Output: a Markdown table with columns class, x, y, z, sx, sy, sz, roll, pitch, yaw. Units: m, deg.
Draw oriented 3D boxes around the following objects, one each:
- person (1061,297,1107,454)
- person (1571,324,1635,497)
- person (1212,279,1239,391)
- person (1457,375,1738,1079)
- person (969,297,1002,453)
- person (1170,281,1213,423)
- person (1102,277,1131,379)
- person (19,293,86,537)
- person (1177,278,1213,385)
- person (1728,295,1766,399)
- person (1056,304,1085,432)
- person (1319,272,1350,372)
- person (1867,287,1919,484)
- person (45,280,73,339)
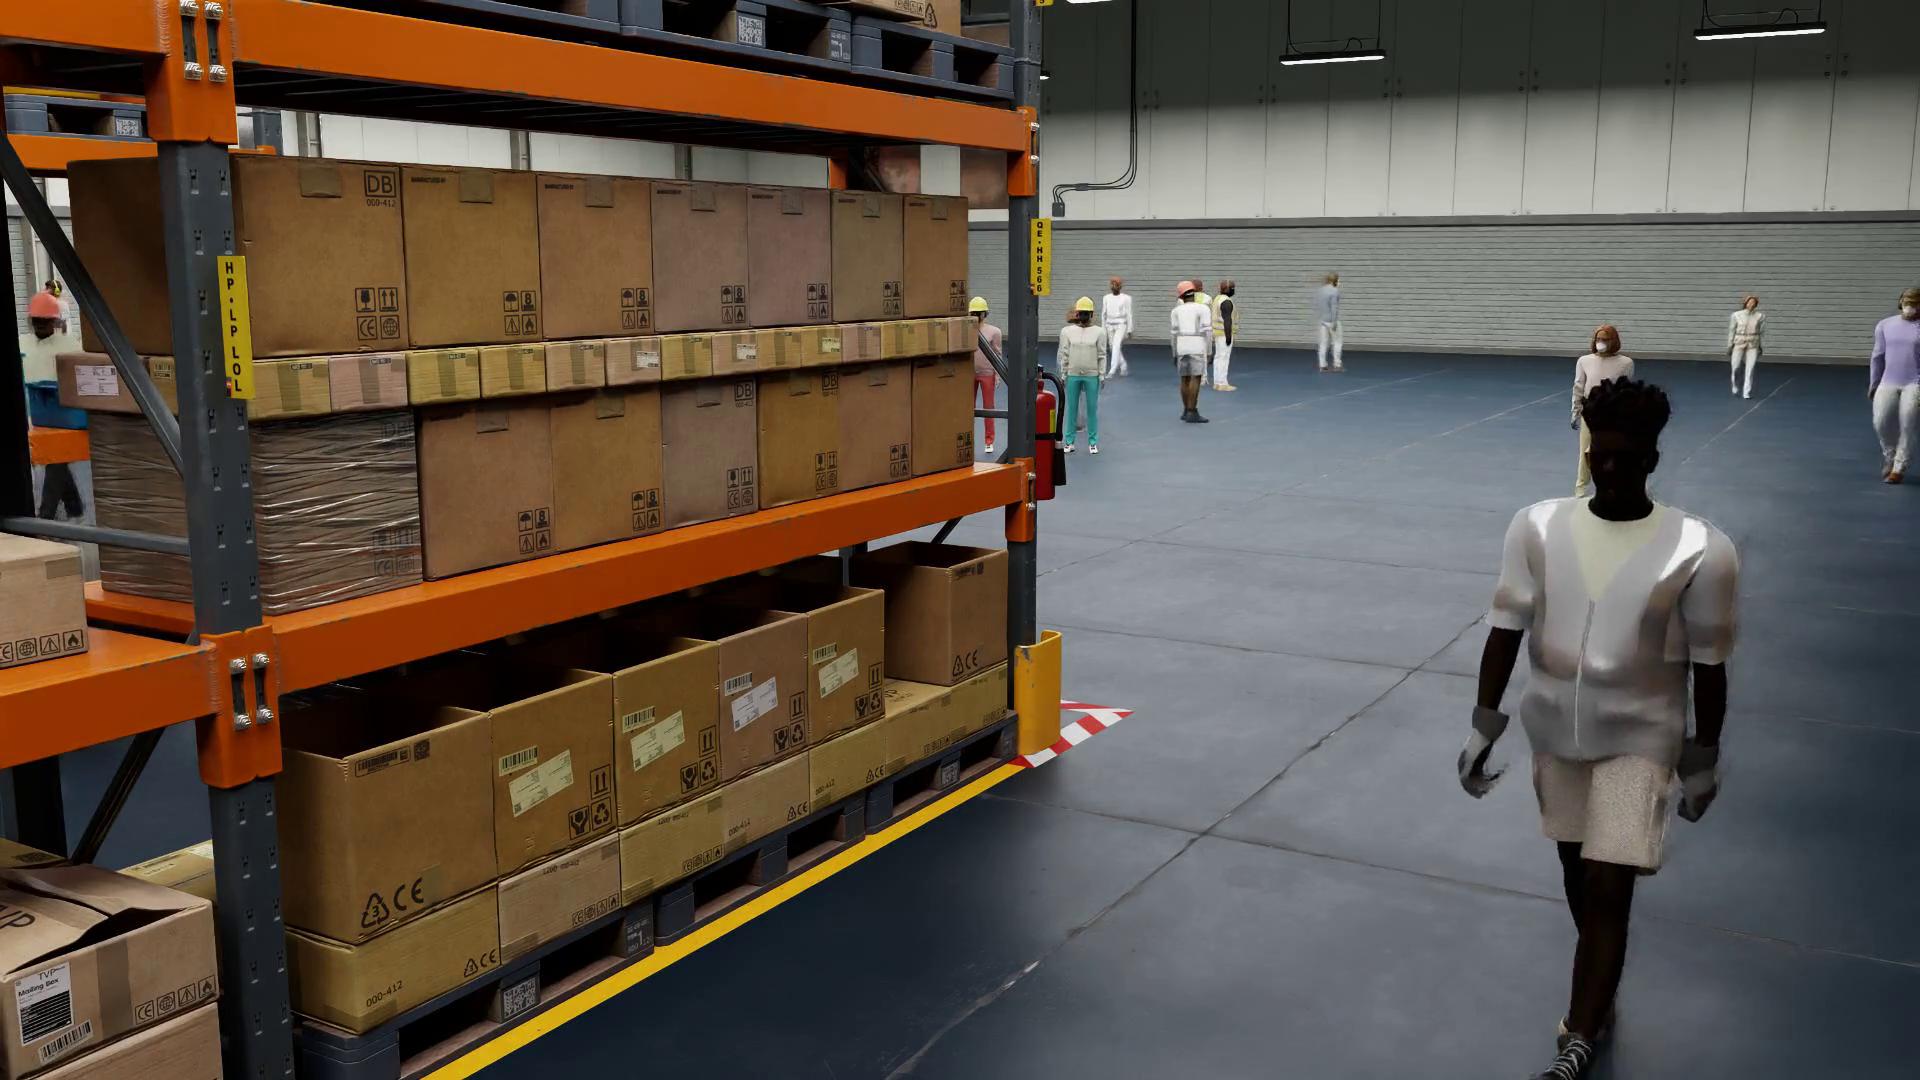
| class | x | y | z | sx | sy | sz | roll | pitch | yaw |
| --- | --- | --- | --- | --- | --- | --- | --- | --- | --- |
| person | 1.392 | -1.854 | 18.790 | 0.522 | 1.772 | 0.305 | 2 | 10 | 12 |
| person | 5.643 | -1.078 | 14.641 | 0.507 | 1.631 | 0.273 | 6 | 11 | 32 |
| person | 4.406 | -3.396 | 27.610 | 0.429 | 1.839 | 0.633 | -1 | 10 | -6 |
| person | 1.668 | 0.526 | 4.419 | 0.606 | 1.911 | 0.996 | 9 | 13 | 42 |
| person | 0.217 | -1.864 | 18.854 | 0.526 | 1.769 | 0.328 | 3 | 10 | 18 |
| person | 3.106 | -2.525 | 22.399 | 0.632 | 1.887 | 0.498 | 6 | 11 | 30 |
| person | 2.885 | -3.870 | 30.368 | 0.585 | 1.858 | 0.891 | 7 | 12 | 37 |
| person | -7.193 | -0.963 | 13.085 | 0.623 | 1.924 | 1.075 | 0 | 10 | 0 |
| person | 4.068 | -3.597 | 28.782 | 0.624 | 1.845 | 0.430 | 3 | 10 | 15 |
| person | 12.333 | -3.033 | 26.076 | 0.535 | 1.622 | 0.507 | 4 | 10 | 20 |
| person | 1.456 | -2.203 | 21.248 | 0.523 | 1.613 | 0.557 | -4 | 11 | -24 |
| person | 7.216 | -4.182 | 31.948 | 0.672 | 1.923 | 0.661 | -2 | 10 | -14 |
| person | 9.228 | -1.502 | 16.264 | 0.654 | 1.927 | 0.425 | 9 | 14 | 44 |
| person | -13.869 | -3.067 | 25.643 | 0.331 | 1.860 | 0.514 | -8 | 13 | -39 |
